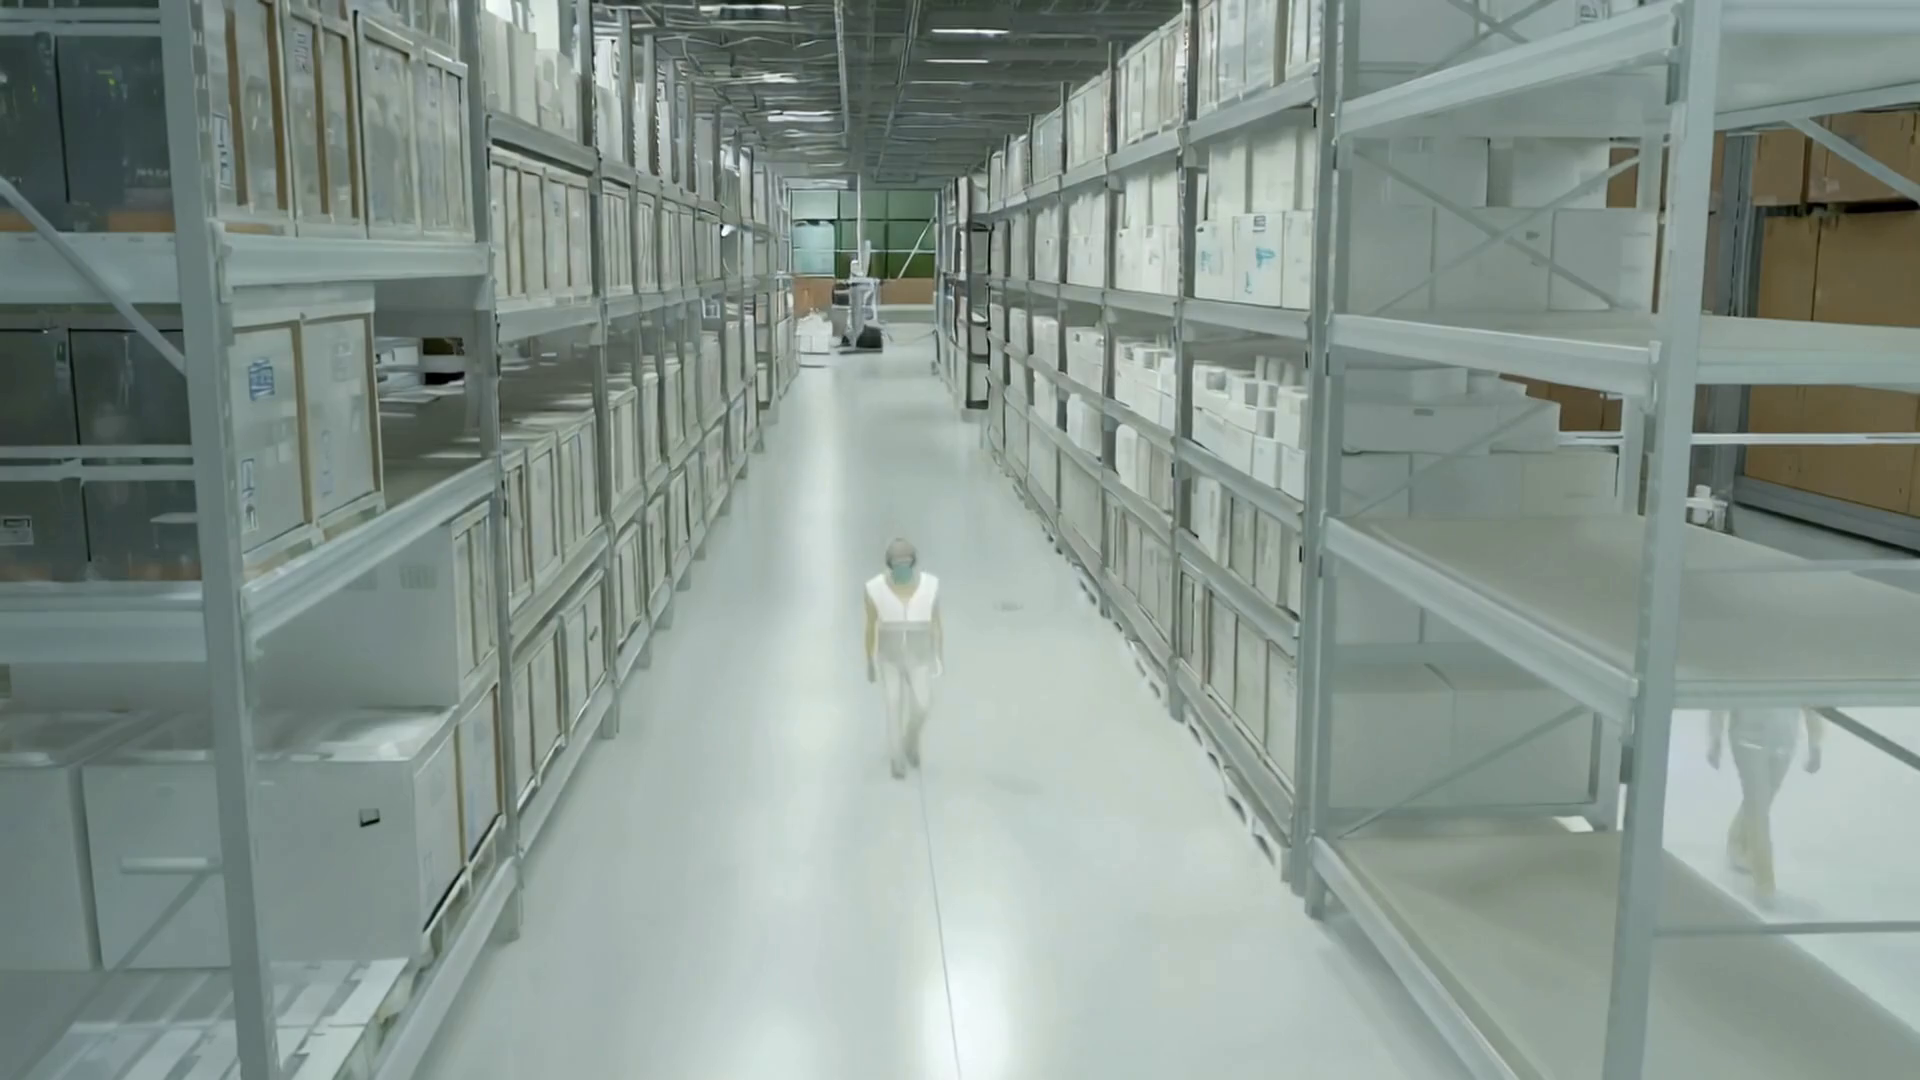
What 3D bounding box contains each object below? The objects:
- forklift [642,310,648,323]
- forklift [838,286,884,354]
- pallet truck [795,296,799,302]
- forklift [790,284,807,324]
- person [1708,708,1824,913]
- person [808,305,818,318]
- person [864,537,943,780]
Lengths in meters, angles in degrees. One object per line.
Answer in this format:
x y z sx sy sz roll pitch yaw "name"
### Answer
-10.245 -6.354 52.425 1.129 2.768 1.873 7 12 36 "forklift"
-4.123 -9.110 68.885 1.873 2.768 1.129 -1 10 -3 "forklift"
-8.622 -12.439 91.403 1.885 1.965 0.823 2 10 13 "pallet truck"
-7.411 -10.137 75.020 1.129 2.768 1.873 2 10 11 "forklift"
4.916 1.187 10.171 0.626 1.951 1.003 0 10 1 "person"
-6.383 -9.289 72.765 0.552 1.935 0.374 9 13 43 "person"
-0.421 0.873 12.384 0.594 1.827 0.437 -2 10 -12 "person"
